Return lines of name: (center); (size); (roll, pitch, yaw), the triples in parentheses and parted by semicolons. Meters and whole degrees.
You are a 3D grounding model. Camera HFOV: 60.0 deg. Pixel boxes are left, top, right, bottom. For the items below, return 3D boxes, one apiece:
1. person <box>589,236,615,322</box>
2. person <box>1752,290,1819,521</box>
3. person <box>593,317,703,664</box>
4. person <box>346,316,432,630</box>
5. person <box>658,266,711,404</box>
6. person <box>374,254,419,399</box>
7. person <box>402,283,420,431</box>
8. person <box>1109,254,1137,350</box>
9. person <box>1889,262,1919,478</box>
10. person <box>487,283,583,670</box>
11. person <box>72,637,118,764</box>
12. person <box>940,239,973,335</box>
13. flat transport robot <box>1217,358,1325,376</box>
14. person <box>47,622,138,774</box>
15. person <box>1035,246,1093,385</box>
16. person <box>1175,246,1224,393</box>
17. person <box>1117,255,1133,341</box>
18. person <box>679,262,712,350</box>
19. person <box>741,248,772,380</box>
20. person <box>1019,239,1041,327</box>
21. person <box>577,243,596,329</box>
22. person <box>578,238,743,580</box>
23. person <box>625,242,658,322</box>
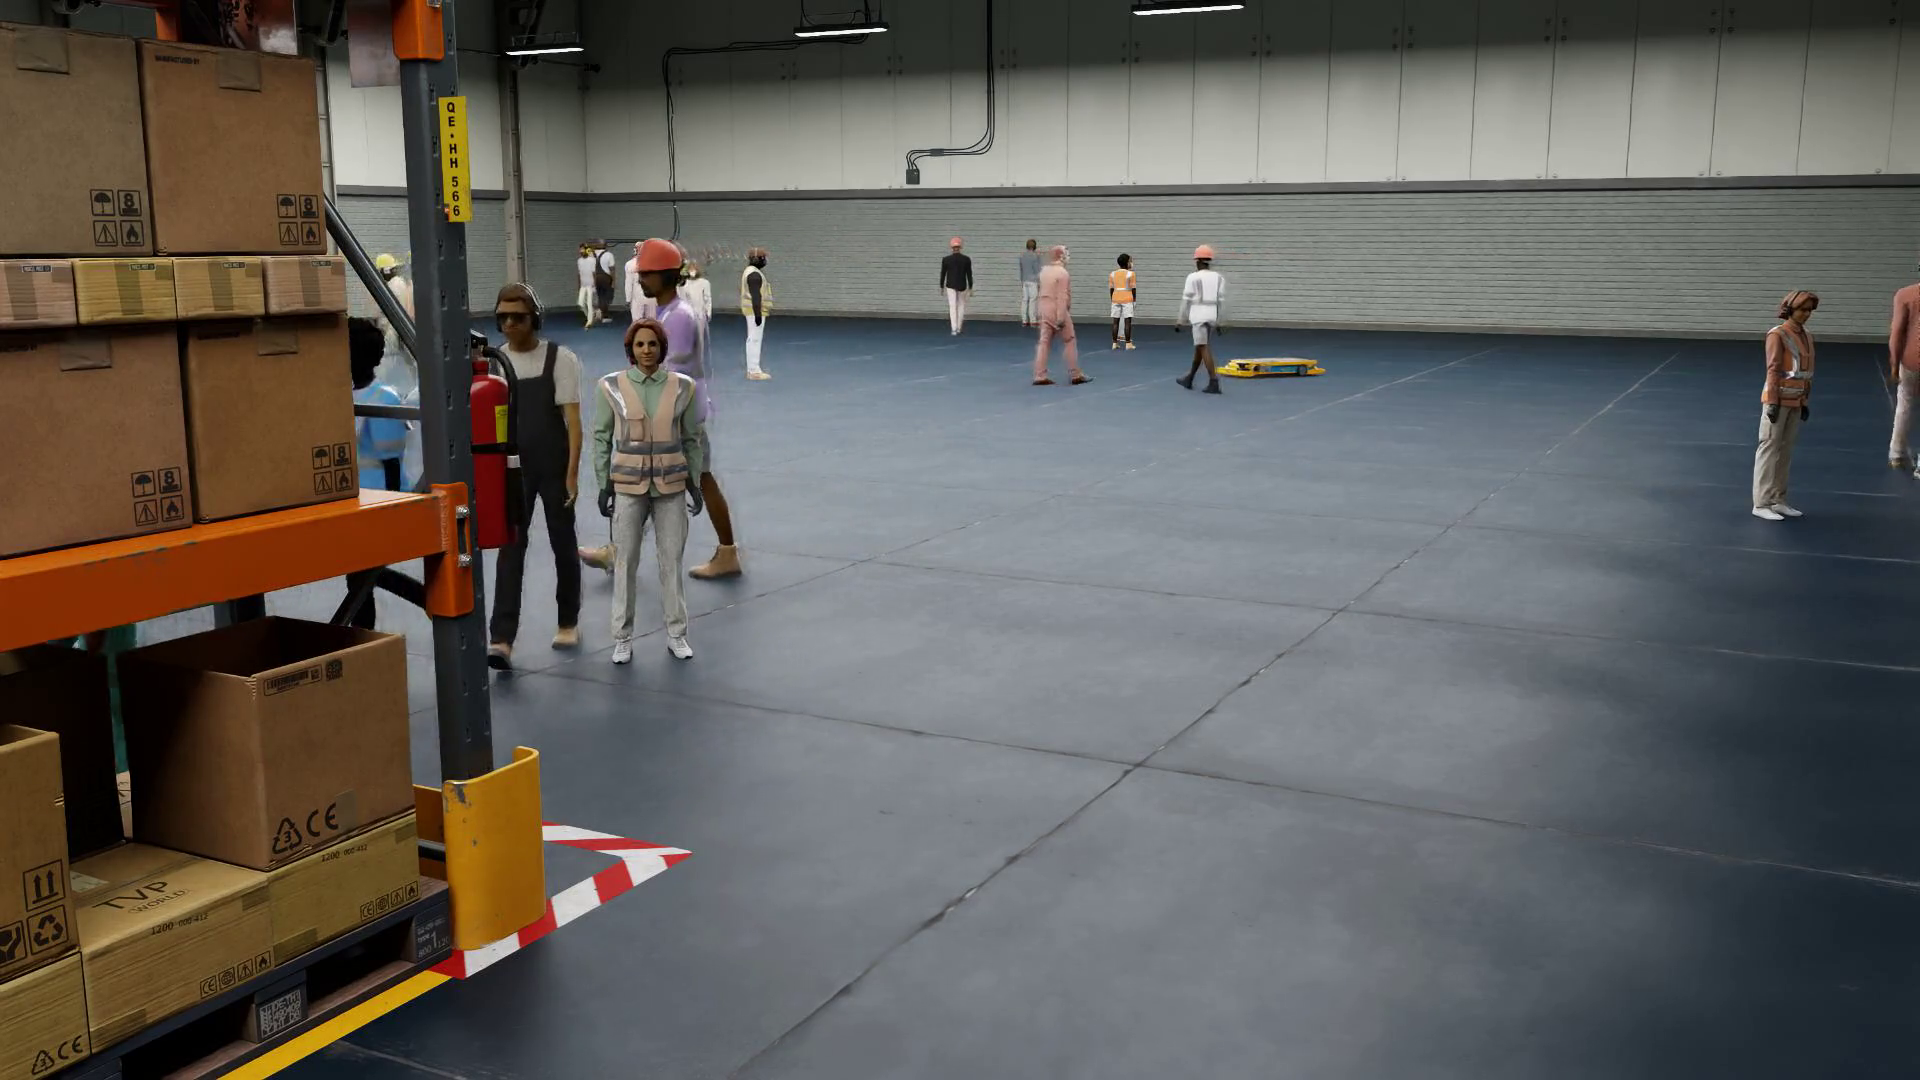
person: (-8.266, -6.022, 38.383); (0.691, 2.000, 0.781); (4, 11, 22)
person: (5.906, -0.964, 11.898); (0.513, 1.639, 0.311); (-8, 13, -38)
person: (-1.476, -0.235, 7.914); (0.514, 1.642, 0.310); (-3, 11, -17)
person: (-2.600, -0.178, 7.521); (0.723, 1.671, 0.539); (-9, 13, -39)
person: (-3.276, -2.367, 19.339); (0.545, 1.714, 0.928); (10, 14, 43)
person: (-6.982, -2.580, 20.306); (0.941, 1.779, 0.593); (-3, 11, -16)
person: (-5.381, -1.987, 16.744); (0.554, 1.907, 0.592); (-7, 13, -35)
person: (2.892, -4.214, 29.464); (0.535, 1.697, 0.318); (6, 12, 31)
person: (8.195, -1.524, 14.100); (0.612, 1.940, 1.020); (5, 11, 25)
person: (-2.021, -0.296, 7.833); (0.524, 1.791, 0.976); (0, 10, 0)
person: (-3.491, -0.071, 6.481); (0.945, 1.847, 0.574); (5, 12, 27)
person: (-0.082, -5.200, 34.181); (0.659, 1.942, 1.029); (-1, 10, -6)
flat transport robot: (4.497, -2.506, 24.036); (1.431, 0.197, 0.652); (-4, 11, -23)
person: (-2.845, 0.198, 5.231); (0.554, 1.746, 0.542); (6, 12, 32)
person: (1.406, -3.041, 22.571); (0.897, 1.869, 0.657); (-6, 12, -29)
person: (3.112, -2.854, 21.528); (0.566, 1.883, 0.996); (-6, 12, -29)
person: (3.178, -4.660, 32.064); (0.284, 1.633, 0.501); (-1, 10, -5)
person: (-4.122, -3.507, 25.835); (0.521, 1.600, 0.764); (-1, 10, -3)
person: (-2.857, -3.183, 23.442); (0.429, 1.842, 0.629); (-2, 11, -11)
person: (1.572, -5.670, 36.739); (0.364, 1.939, 0.636); (-8, 13, -37)
person: (-8.090, -5.504, 36.100); (0.509, 1.851, 0.415); (5, 11, 24)
person: (-1.758, -0.727, 9.635); (1.045, 1.988, 0.629); (-4, 11, -20)
person: (-5.444, -4.134, 28.453); (0.642, 1.908, 0.407); (-8, 13, -37)
